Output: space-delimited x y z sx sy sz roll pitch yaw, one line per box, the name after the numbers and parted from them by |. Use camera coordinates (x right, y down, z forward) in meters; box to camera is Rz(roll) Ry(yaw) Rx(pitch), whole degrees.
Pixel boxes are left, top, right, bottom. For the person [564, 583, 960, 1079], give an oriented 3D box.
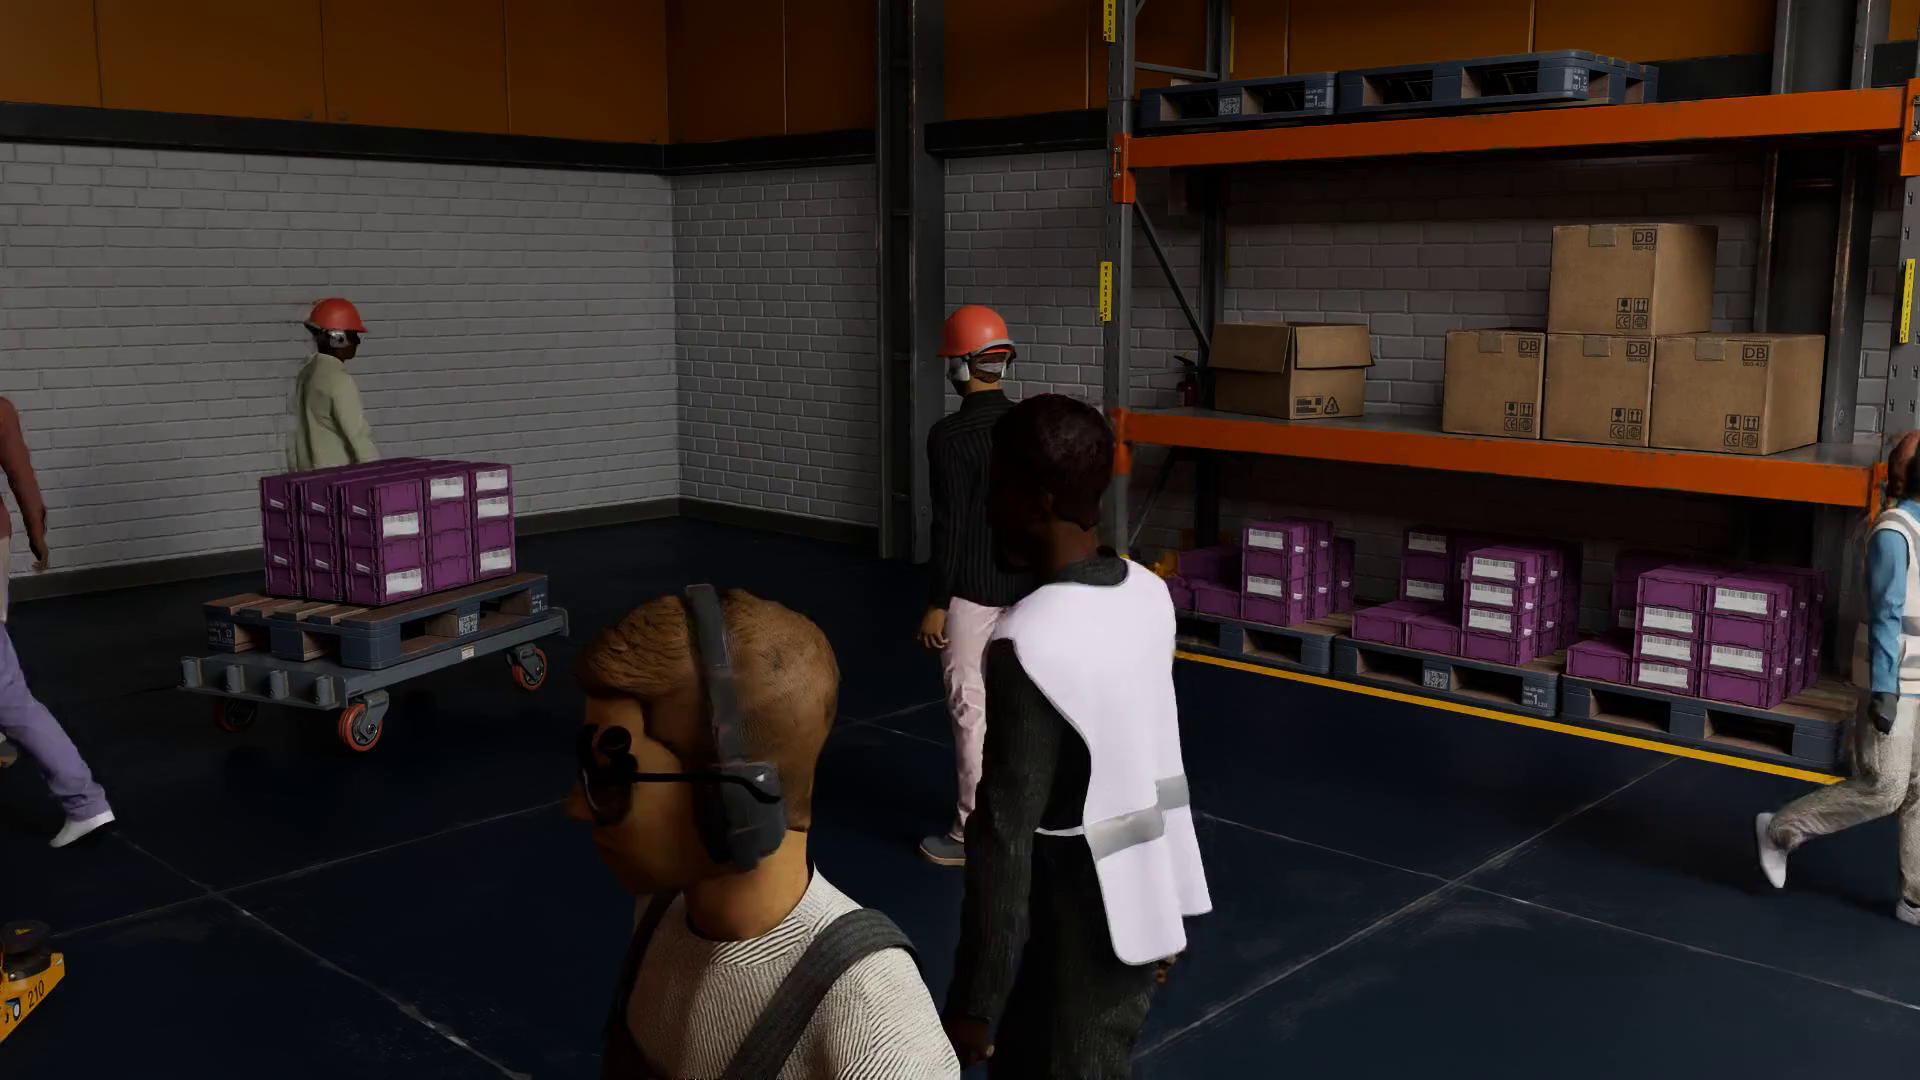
-0.190 0.944 1.629 0.325 1.842 0.513 -6 11 -35 | person

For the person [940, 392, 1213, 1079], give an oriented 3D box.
0.195 0.695 2.964 0.482 1.906 0.593 4 10 21 | person

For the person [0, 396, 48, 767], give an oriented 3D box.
-4.342 -0.004 7.210 0.658 1.927 1.008 -5 10 -27 | person

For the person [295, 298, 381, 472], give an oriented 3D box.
-3.189 -0.300 8.885 0.939 1.952 0.627 -6 11 -35 | person

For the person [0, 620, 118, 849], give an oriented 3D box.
-3.547 0.259 5.814 1.010 1.859 0.675 -2 9 -12 | person

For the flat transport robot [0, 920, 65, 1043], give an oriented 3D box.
-3.301 1.263 4.479 1.431 0.197 0.652 -1 9 -7 | flat transport robot

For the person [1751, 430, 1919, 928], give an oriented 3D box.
2.970 0.447 5.336 0.524 1.621 0.611 -8 12 -39 | person

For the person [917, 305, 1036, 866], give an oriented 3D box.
0.071 0.169 5.921 0.389 1.990 0.625 7 12 38 | person
